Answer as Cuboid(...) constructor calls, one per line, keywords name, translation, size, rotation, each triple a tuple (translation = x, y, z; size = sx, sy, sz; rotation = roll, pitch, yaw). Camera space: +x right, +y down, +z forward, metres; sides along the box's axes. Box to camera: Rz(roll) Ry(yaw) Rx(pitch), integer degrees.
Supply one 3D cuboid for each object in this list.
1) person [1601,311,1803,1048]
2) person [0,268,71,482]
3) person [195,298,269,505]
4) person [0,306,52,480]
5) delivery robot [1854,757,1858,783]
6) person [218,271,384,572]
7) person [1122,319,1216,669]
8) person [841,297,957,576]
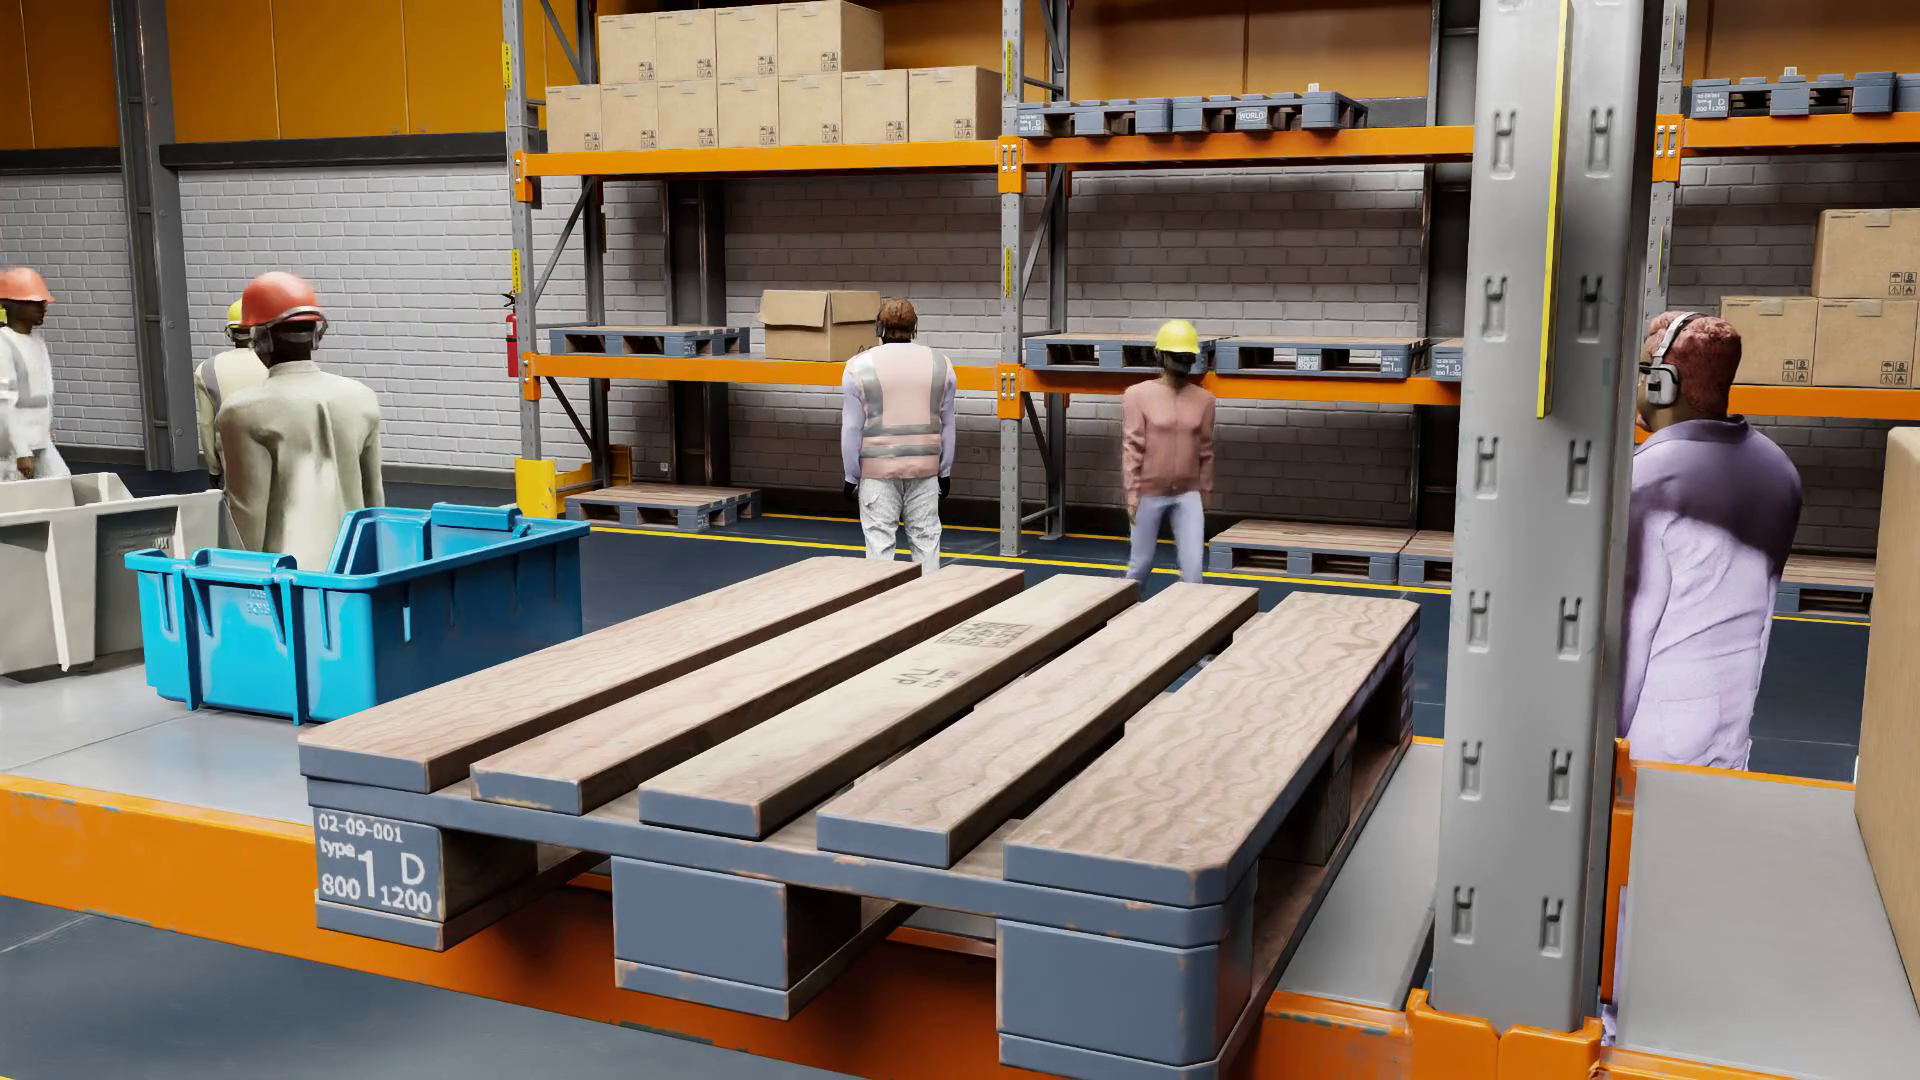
Cuboid(name="person", translation=(1.692, 0.410, 4.019), size=(0.641, 1.909, 0.409), rotation=(-6, 11, -34))
Cuboid(name="person", translation=(-5.462, -0.599, 9.823), size=(1.064, 1.979, 0.629), rotation=(0, 9, -1))
Cuboid(name="person", translation=(-3.946, -0.447, 9.368), size=(0.589, 1.834, 0.403), rotation=(-1, 10, -4))
Cuboid(name="person", translation=(-6.831, -0.852, 12.076), size=(0.316, 1.741, 0.488), rotation=(4, 10, 25))
Cuboid(name="delivery robot", translation=(3.284, 0.799, 5.450), size=(0.707, 0.478, 0.477), rotation=(-4, 10, -24))
Cuboid(name="person", translation=(-2.190, 0.111, 5.553), size=(0.400, 1.989, 0.623), rotation=(5, 11, 28))
Cuboid(name="person", translation=(1.044, -0.237, 8.413), size=(0.533, 1.767, 0.602), rotation=(-3, 10, -16))
Cuboid(name="person", translation=(-0.331, -0.357, 8.811), size=(0.625, 1.844, 0.429), rotation=(-3, 10, -18))
